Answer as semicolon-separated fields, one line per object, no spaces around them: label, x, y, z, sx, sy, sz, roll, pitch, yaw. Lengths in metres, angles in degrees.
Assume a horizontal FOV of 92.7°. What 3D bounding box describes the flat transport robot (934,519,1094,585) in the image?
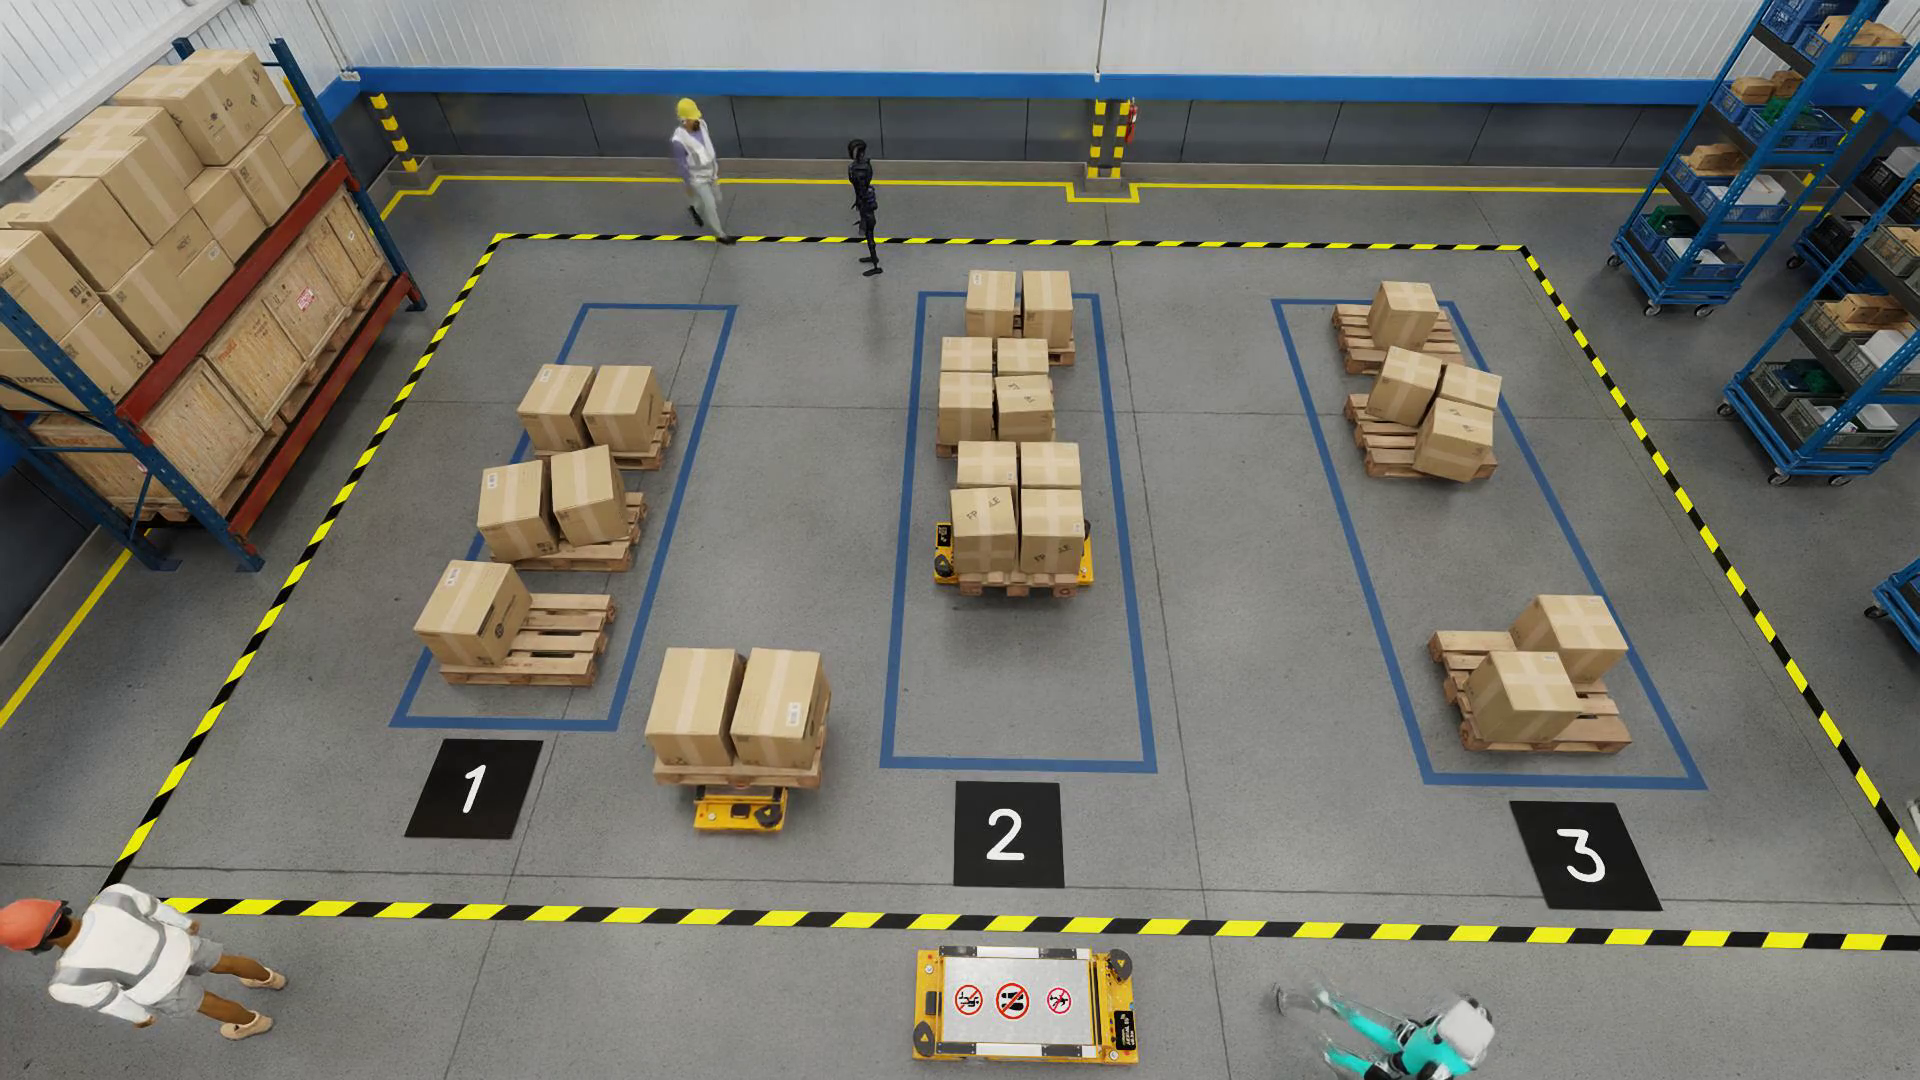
flat transport robot;0.490;0.087;8.397;1.431;0.197;0.652;1;51;1

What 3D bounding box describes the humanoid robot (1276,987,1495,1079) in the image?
humanoid robot;2.272;2.768;5.299;0.542;1.769;0.958;-36;59;-26

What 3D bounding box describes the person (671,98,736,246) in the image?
person;-3.181;-4.471;11.134;0.658;1.813;0.597;20;54;16

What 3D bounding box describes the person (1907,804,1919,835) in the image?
person;7.245;1.813;6.013;0.621;1.804;0.943;1;51;1

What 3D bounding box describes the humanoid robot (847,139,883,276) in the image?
humanoid robot;-1.125;-3.893;10.740;0.315;1.657;0.599;-7;51;-6

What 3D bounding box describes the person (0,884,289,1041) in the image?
person;-4.679;2.485;5.323;0.387;2.034;0.604;-2;51;-1

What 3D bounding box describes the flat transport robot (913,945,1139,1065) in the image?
flat transport robot;0.422;3.041;6.007;1.431;0.231;0.659;1;51;1

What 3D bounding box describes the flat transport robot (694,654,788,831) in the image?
flat transport robot;-1.632;1.554;7.201;0.652;0.197;1.431;1;51;1
